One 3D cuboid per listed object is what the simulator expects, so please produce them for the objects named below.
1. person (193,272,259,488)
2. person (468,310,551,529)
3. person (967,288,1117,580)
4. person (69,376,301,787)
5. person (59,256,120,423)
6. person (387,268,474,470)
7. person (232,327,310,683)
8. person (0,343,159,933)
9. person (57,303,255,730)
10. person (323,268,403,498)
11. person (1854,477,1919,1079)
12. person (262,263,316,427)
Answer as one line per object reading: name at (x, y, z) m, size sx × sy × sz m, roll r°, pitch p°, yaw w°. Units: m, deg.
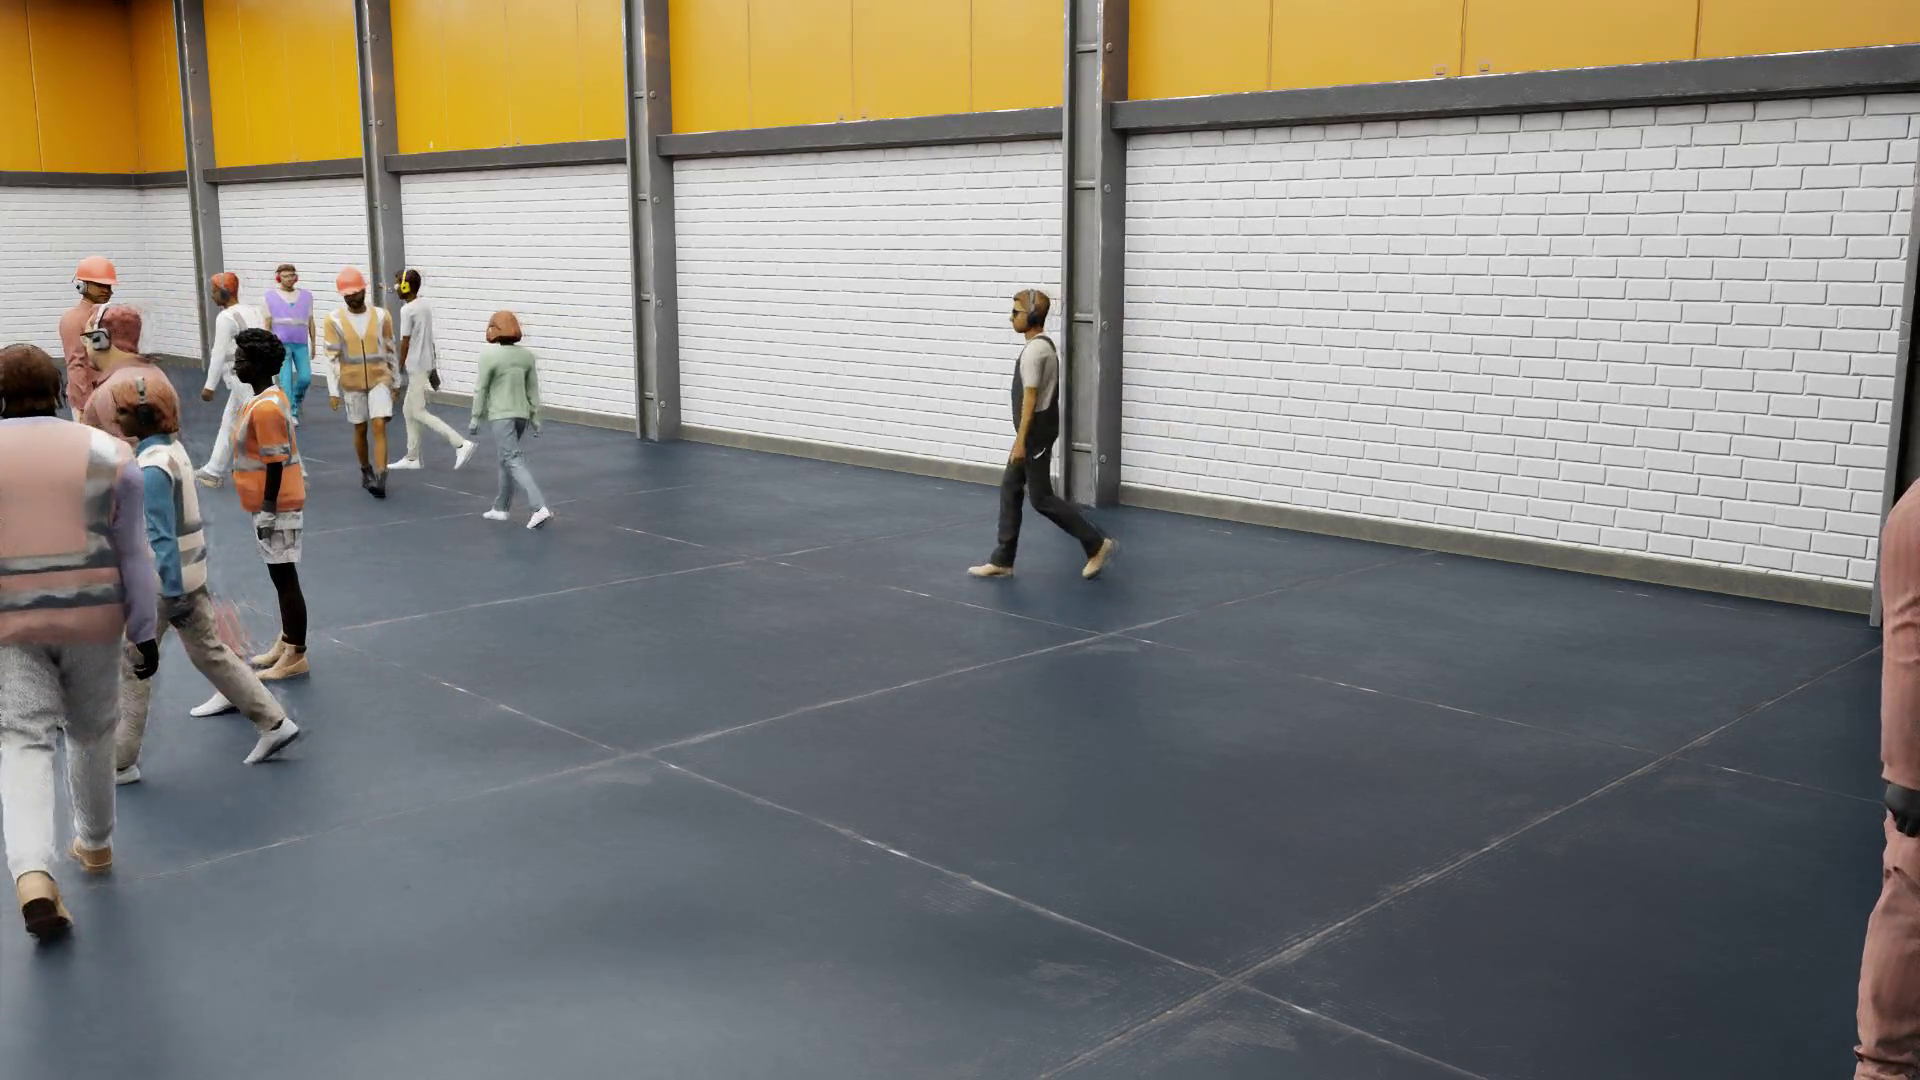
person at (-6.028, -1.311, 13.889) m, size 1.031 × 1.824 × 0.563 m, roll -1°, pitch 10°, yaw -6°
person at (-3.286, -0.889, 12.215) m, size 0.838 × 1.594 × 0.508 m, roll 6°, pitch 12°, yaw 31°
person at (0.511, -0.631, 10.214) m, size 0.861 × 1.823 × 0.516 m, roll 0°, pitch 10°, yaw 1°
person at (-3.059, 0.155, 6.521) m, size 0.818 × 1.610 × 0.525 m, roll -3°, pitch 11°, yaw -15°
person at (-5.824, -0.919, 11.297) m, size 0.392 × 1.990 × 0.611 m, roll 0°, pitch 10°, yaw 0°
person at (-4.839, -1.535, 15.073) m, size 0.785 × 1.843 × 0.509 m, roll 0°, pitch 10°, yaw 0°
person at (-3.316, -0.168, 8.001) m, size 0.318 × 1.697 × 0.533 m, roll -5°, pitch 11°, yaw -24°
person at (-2.872, 0.291, 5.225) m, size 0.652 × 1.804 × 0.928 m, roll -6°, pitch 12°, yaw -30°
person at (-3.595, -0.099, 7.230) m, size 1.009 × 1.849 × 0.648 m, roll -2°, pitch 10°, yaw -8°
person at (-4.862, -1.280, 13.605) m, size 0.611 × 1.861 × 0.984 m, roll -5°, pitch 11°, yaw -24°
person at (2.413, 0.486, 3.889) m, size 0.641 × 1.900 × 0.404 m, roll -6°, pitch 12°, yaw -29°
person at (-7.542, -2.194, 18.703) m, size 0.569 × 1.831 × 0.543 m, roll -8°, pitch 13°, yaw -38°
